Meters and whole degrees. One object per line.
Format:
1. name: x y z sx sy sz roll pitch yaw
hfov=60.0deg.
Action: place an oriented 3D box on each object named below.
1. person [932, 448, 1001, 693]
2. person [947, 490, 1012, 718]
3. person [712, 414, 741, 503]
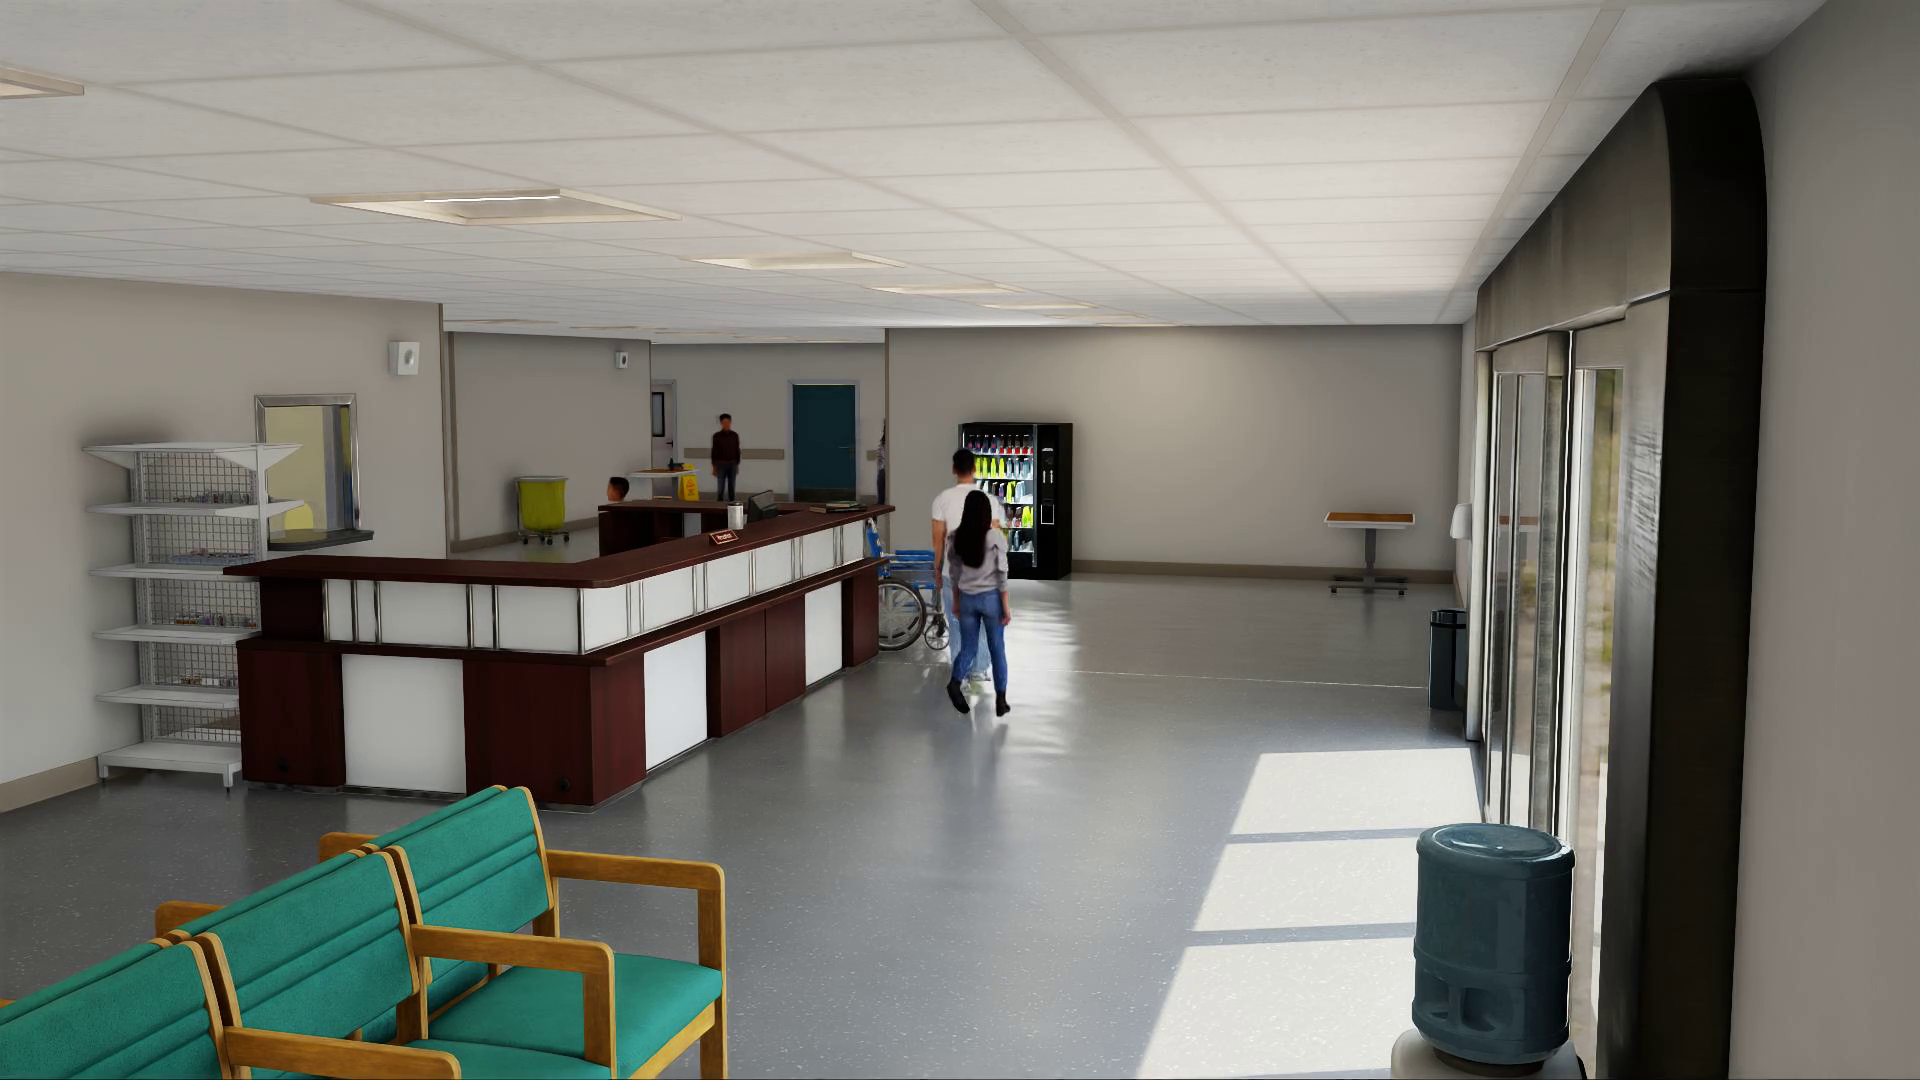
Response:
1. person: 0.055 0.246 12.656 0.677 1.844 0.804 0 6 4
2. person: 0.100 0.478 11.593 0.898 1.596 0.737 3 6 24
3. person: -3.884 -1.187 27.531 1.232 1.717 1.157 -2 6 -21
